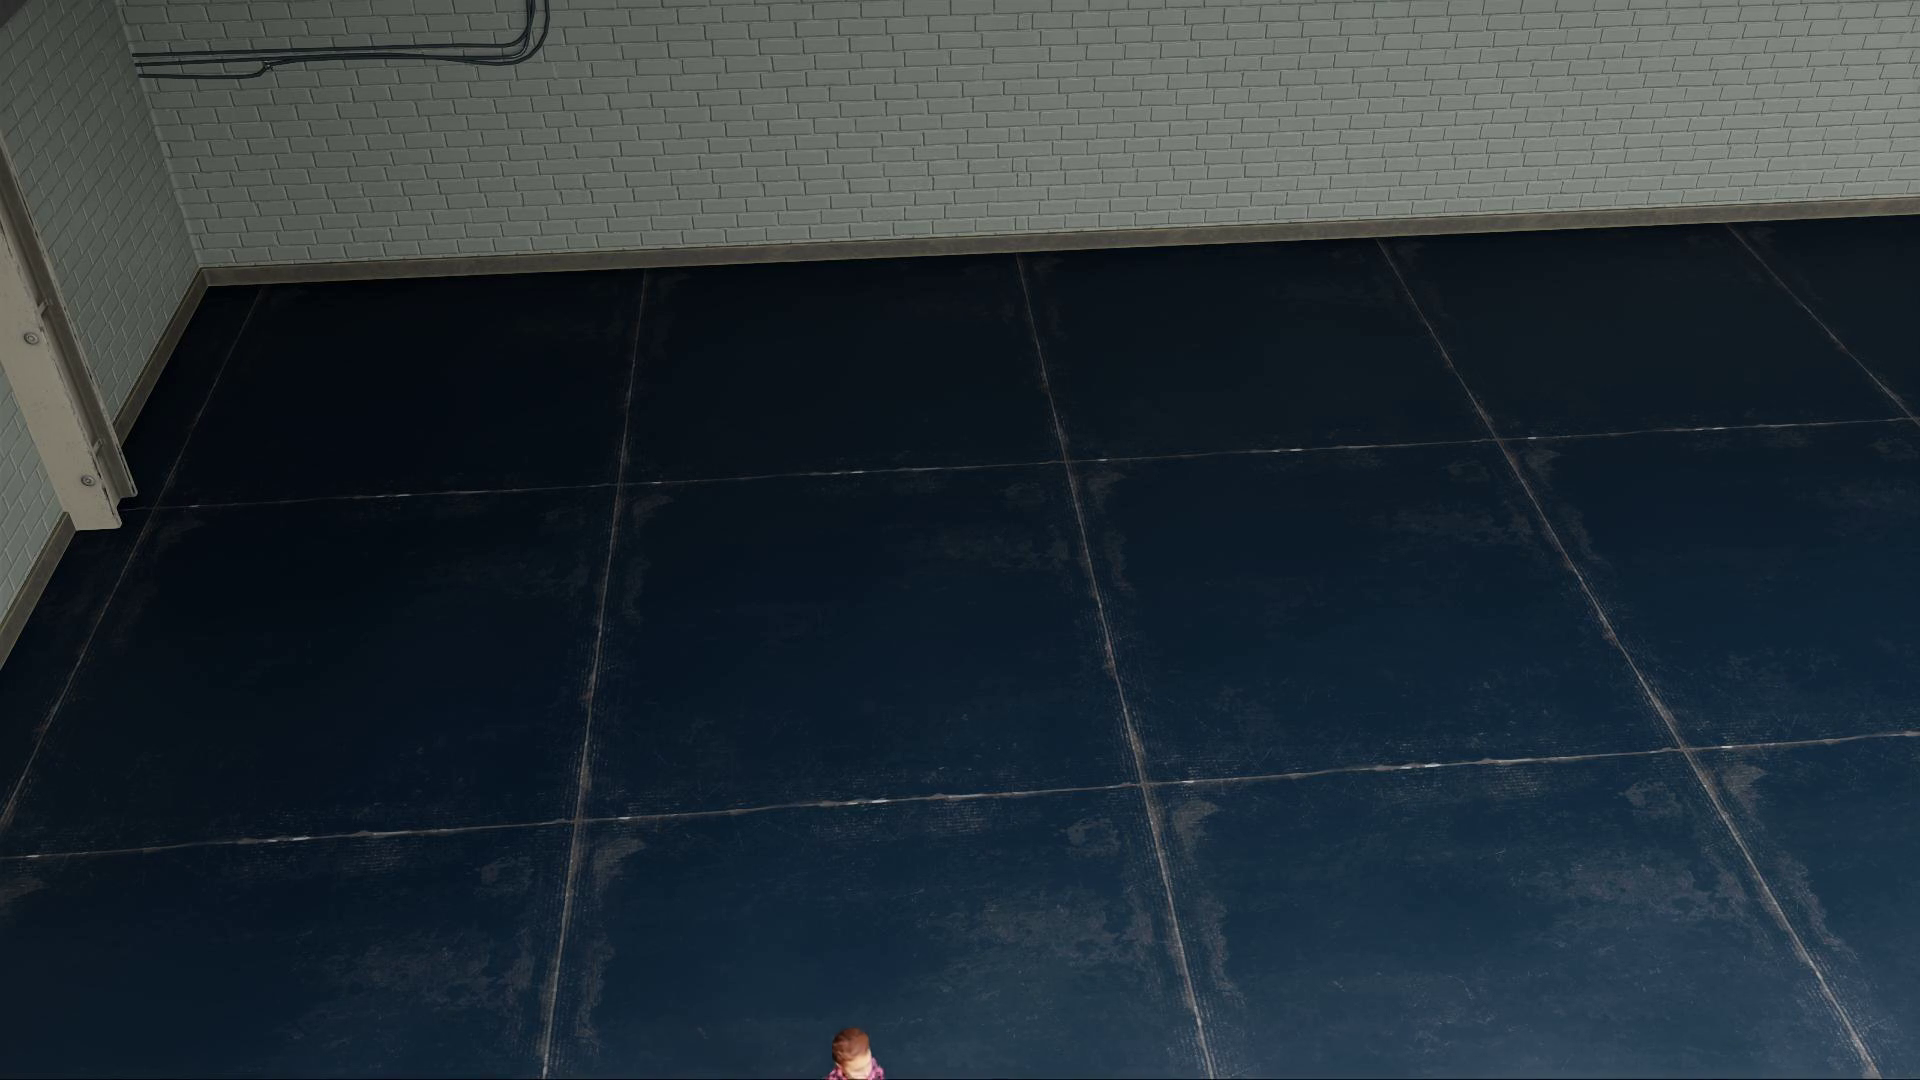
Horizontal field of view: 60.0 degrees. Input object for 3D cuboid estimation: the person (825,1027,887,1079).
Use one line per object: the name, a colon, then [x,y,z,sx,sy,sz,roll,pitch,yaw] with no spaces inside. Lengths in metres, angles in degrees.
person: [-0.460,2.310,6.807,0.580,1.013,0.649,-30,47,-32]
